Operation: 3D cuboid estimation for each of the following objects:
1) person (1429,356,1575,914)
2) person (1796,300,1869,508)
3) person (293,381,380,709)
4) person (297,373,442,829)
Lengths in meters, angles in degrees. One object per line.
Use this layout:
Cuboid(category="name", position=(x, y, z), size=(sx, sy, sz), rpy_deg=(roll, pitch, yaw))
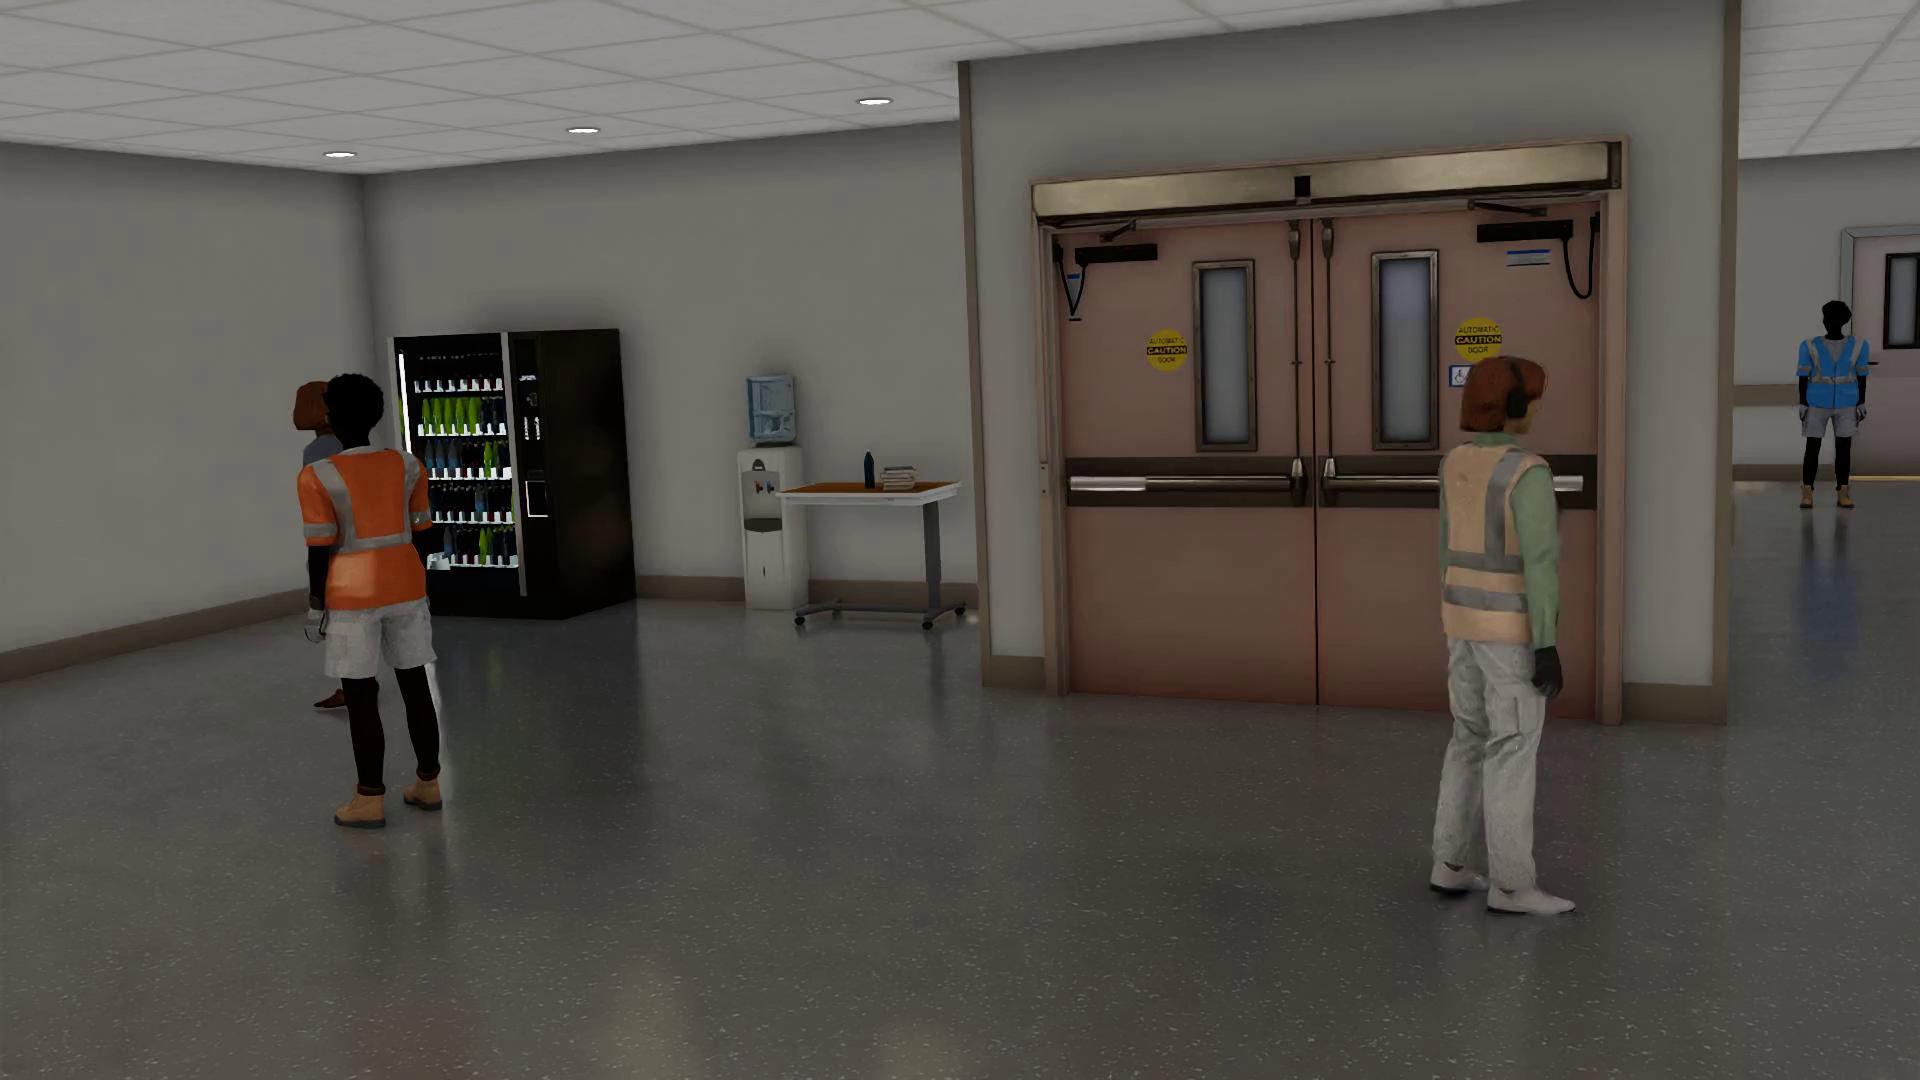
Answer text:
Cuboid(category="person", position=(1.560, 0.288, 4.874), size=(0.363, 1.637, 0.535), rpy_deg=(-4, 8, -14))
Cuboid(category="person", position=(7.110, -1.102, 13.559), size=(0.536, 1.699, 0.322), rpy_deg=(0, 8, 20))
Cuboid(category="person", position=(-3.126, 0.023, 8.318), size=(0.281, 1.634, 0.498), rpy_deg=(-2, 7, 2))
Cuboid(category="person", position=(-2.206, 0.226, 6.234), size=(0.320, 1.698, 0.531), rpy_deg=(4, 10, 39))
